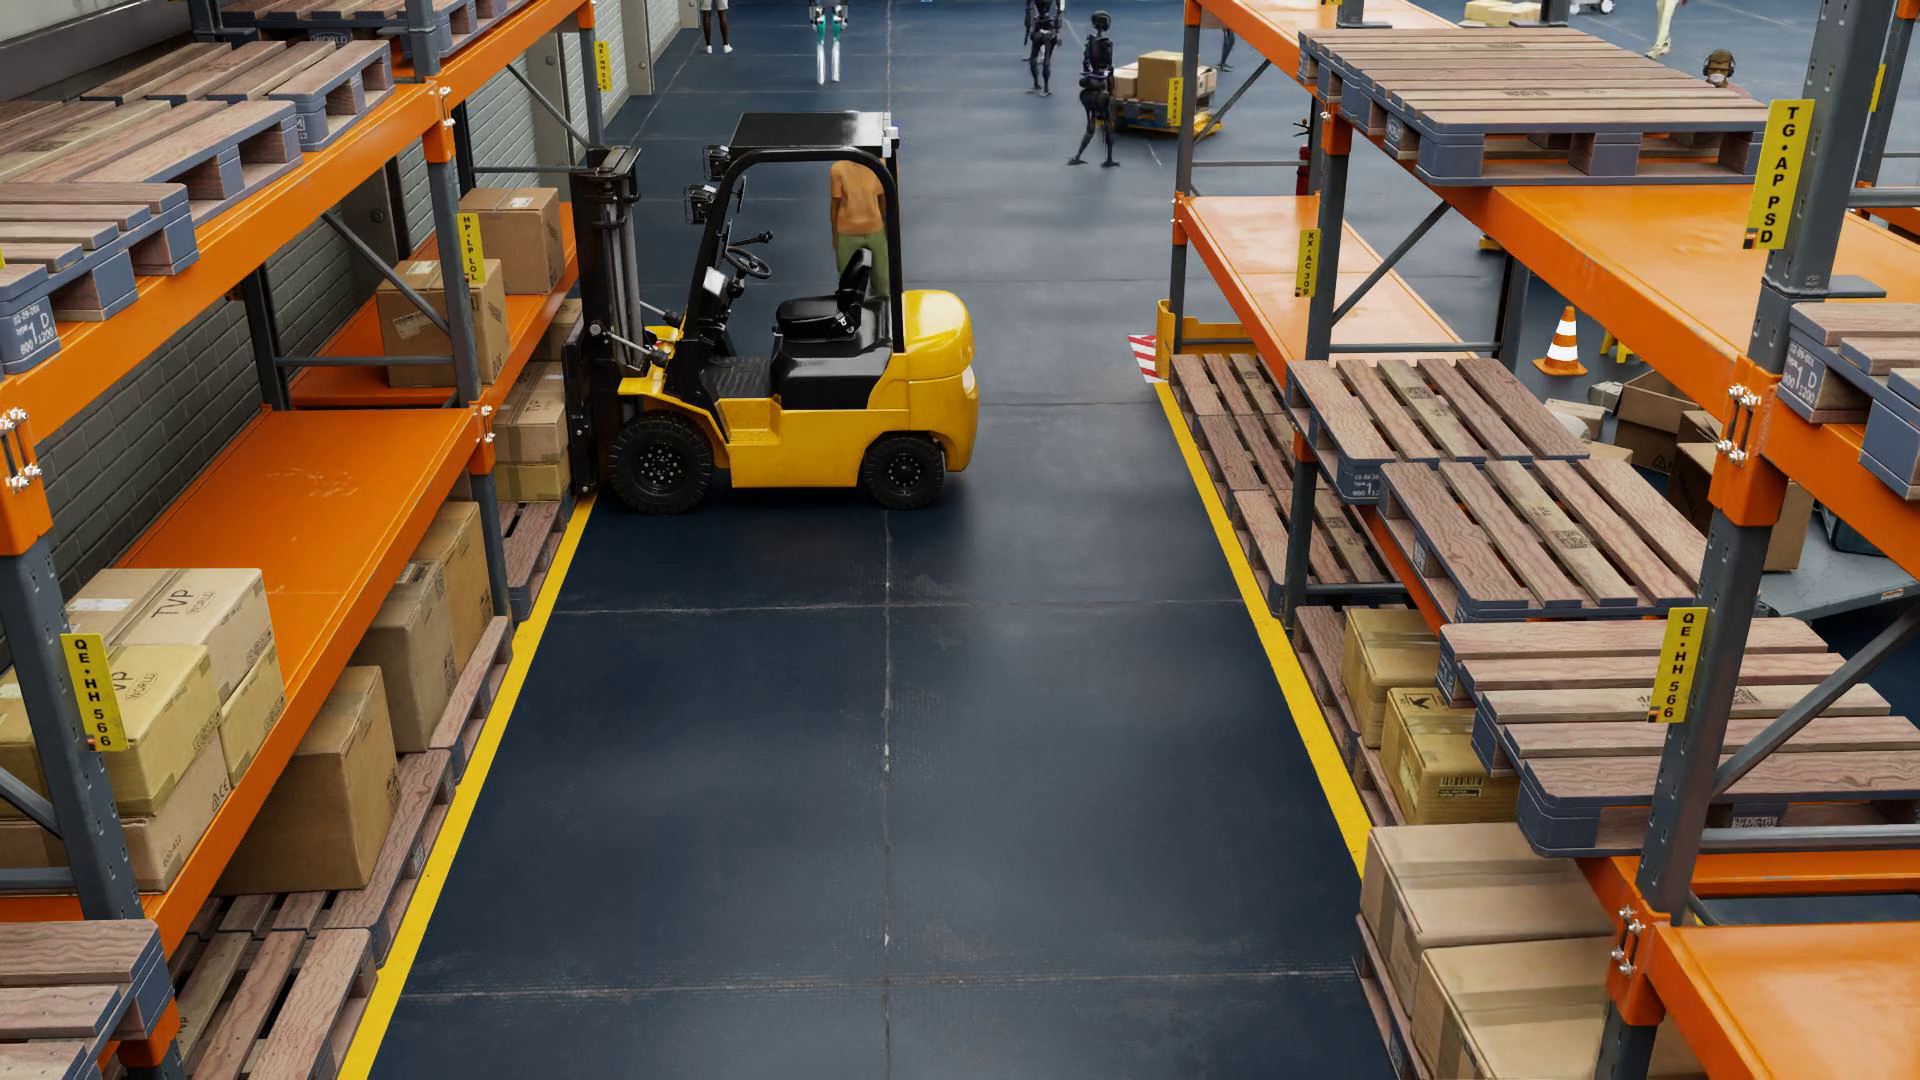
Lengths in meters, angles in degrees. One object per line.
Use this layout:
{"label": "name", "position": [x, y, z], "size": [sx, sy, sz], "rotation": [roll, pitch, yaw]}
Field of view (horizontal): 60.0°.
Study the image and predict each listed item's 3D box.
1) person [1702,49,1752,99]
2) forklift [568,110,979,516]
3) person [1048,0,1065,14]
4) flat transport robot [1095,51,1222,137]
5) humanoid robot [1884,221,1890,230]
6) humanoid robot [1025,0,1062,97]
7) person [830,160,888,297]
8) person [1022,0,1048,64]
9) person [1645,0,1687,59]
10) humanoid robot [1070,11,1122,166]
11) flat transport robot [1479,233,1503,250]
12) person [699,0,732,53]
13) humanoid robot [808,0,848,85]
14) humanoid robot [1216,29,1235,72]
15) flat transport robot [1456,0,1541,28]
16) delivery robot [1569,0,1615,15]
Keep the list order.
{"label": "person", "position": [6.270, -3.171, 14.084], "size": [0.622, 1.931, 0.374], "rotation": [11, 27, 22]}
{"label": "forklift", "position": [-1.043, -1.379, 9.976], "size": [2.313, 2.155, 1.214], "rotation": [-1, 25, -2]}
{"label": "person", "position": [1.613, -9.987, 28.722], "size": [0.563, 1.742, 0.344], "rotation": [1, 25, 1]}
{"label": "flat transport robot", "position": [2.369, -5.069, 20.038], "size": [1.431, 0.231, 0.659], "rotation": [16, 30, 31]}
{"label": "humanoid robot", "position": [7.542, -2.545, 13.031], "size": [1.038, 1.754, 0.543], "rotation": [-4, 26, -9]}
{"label": "humanoid robot", "position": [1.107, -6.673, 21.791], "size": [0.606, 1.648, 0.409], "rotation": [19, 31, 34]}
{"label": "person", "position": [-0.742, -2.297, 12.489], "size": [0.461, 1.700, 0.407], "rotation": [-6, 26, -12]}
{"label": "person", "position": [1.142, -7.845, 24.071], "size": [0.372, 1.842, 0.568], "rotation": [-6, 26, -13]}
{"label": "person", "position": [10.493, -8.087, 24.614], "size": [0.488, 1.838, 1.028], "rotation": [23, 34, 40]}
{"label": "humanoid robot", "position": [1.482, -4.890, 18.054], "size": [0.521, 1.636, 0.598], "rotation": [-13, 28, -26]}
{"label": "flat transport robot", "position": [5.502, -2.704, 15.029], "size": [1.431, 0.231, 0.659], "rotation": [15, 29, 28]}
{"label": "person", "position": [-3.721, -8.283, 24.936], "size": [0.545, 1.900, 0.382], "rotation": [-3, 25, -6]}
{"label": "humanoid robot", "position": [-1.806, -7.104, 22.621], "size": [0.547, 1.784, 0.725], "rotation": [-4, 26, -9]}
{"label": "humanoid robot", "position": [3.785, -7.461, 23.444], "size": [0.345, 1.647, 0.609], "rotation": [0, 25, -1]}
{"label": "flat transport robot", "position": [8.223, -7.530, 25.251], "size": [0.659, 0.231, 1.431], "rotation": [14, 29, 28]}
{"label": "delivery robot", "position": [11.009, -9.454, 29.008], "size": [0.813, 0.610, 0.499], "rotation": [0, 25, -1]}
